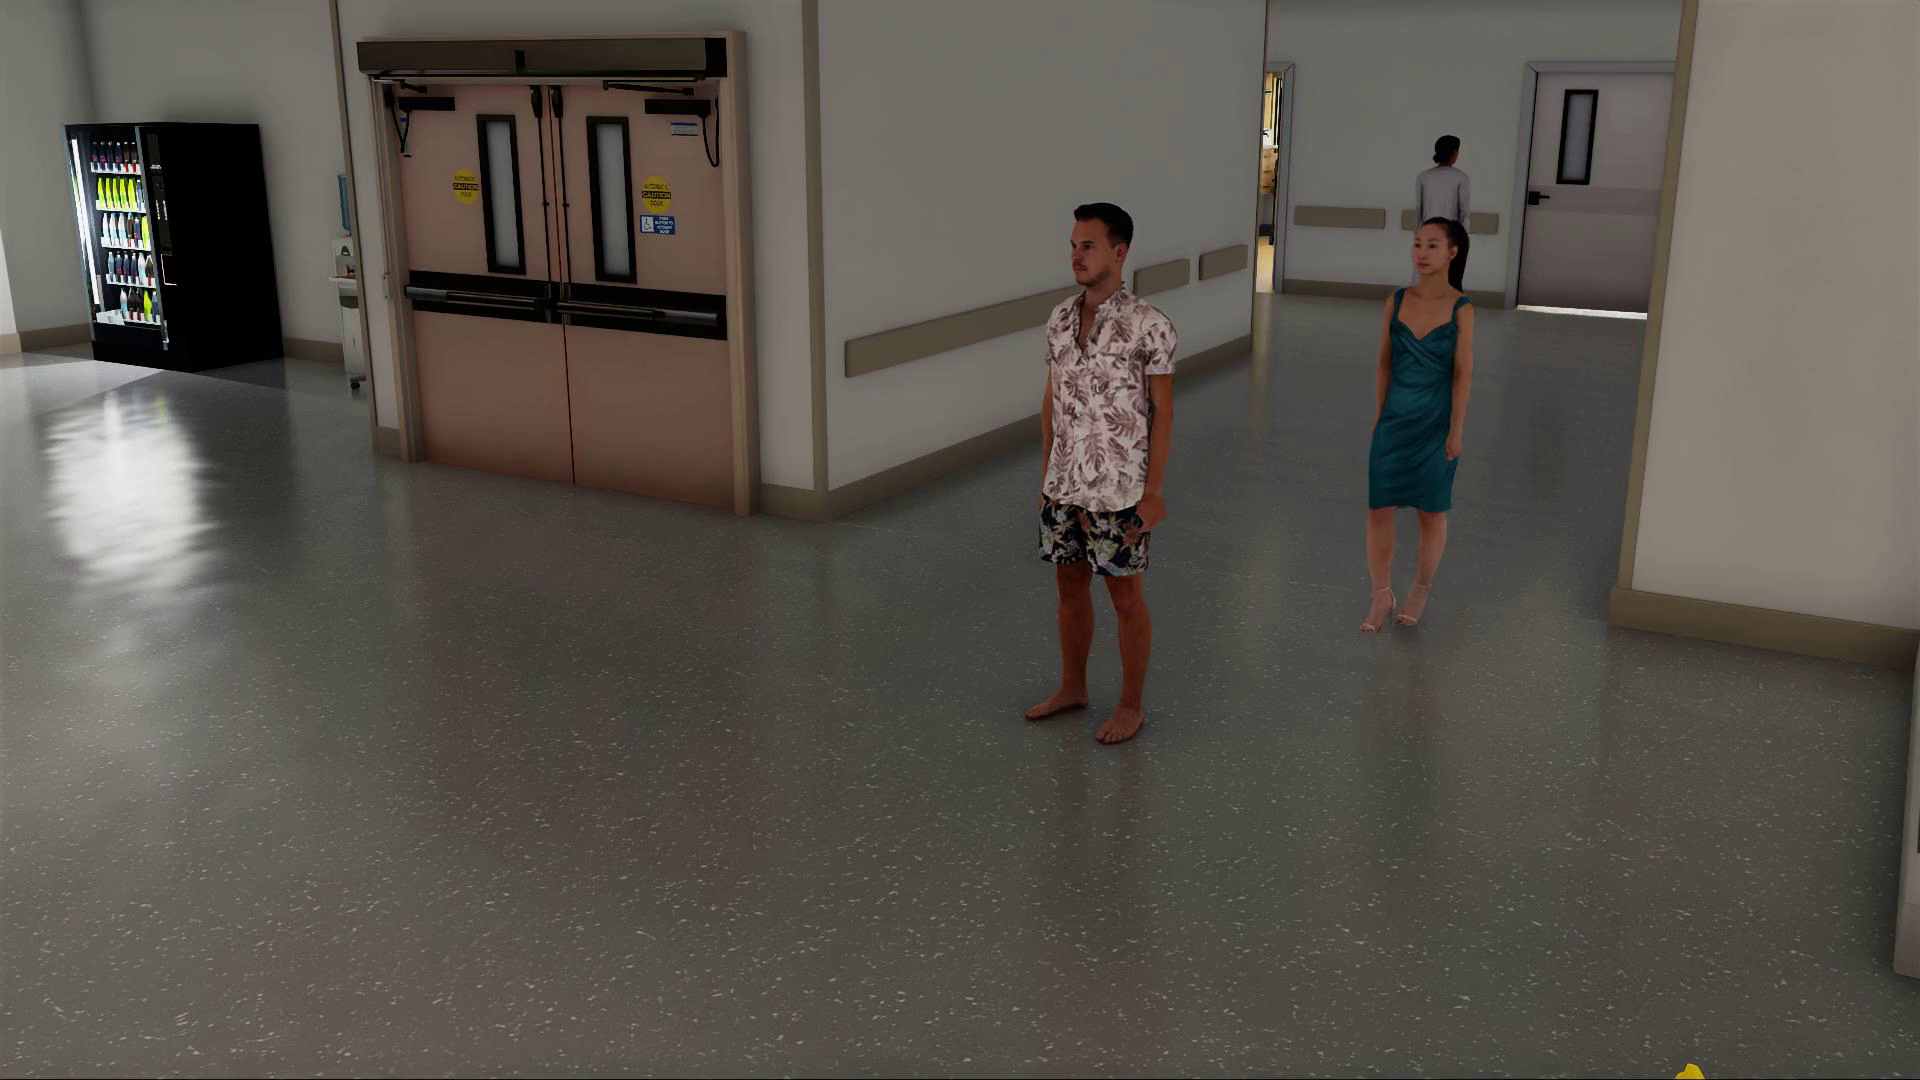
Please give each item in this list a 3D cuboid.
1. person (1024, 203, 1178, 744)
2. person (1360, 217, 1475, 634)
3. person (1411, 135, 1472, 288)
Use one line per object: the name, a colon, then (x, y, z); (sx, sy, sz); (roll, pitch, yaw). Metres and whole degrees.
person: (0.489, -0.229, 5.667); (0.575, 1.814, 0.774); (14, 21, 41)
person: (1.889, -0.446, 6.705); (0.652, 1.669, 0.683); (11, 19, 35)
person: (3.915, -2.427, 13.610); (0.506, 1.735, 0.704); (12, 20, 36)
